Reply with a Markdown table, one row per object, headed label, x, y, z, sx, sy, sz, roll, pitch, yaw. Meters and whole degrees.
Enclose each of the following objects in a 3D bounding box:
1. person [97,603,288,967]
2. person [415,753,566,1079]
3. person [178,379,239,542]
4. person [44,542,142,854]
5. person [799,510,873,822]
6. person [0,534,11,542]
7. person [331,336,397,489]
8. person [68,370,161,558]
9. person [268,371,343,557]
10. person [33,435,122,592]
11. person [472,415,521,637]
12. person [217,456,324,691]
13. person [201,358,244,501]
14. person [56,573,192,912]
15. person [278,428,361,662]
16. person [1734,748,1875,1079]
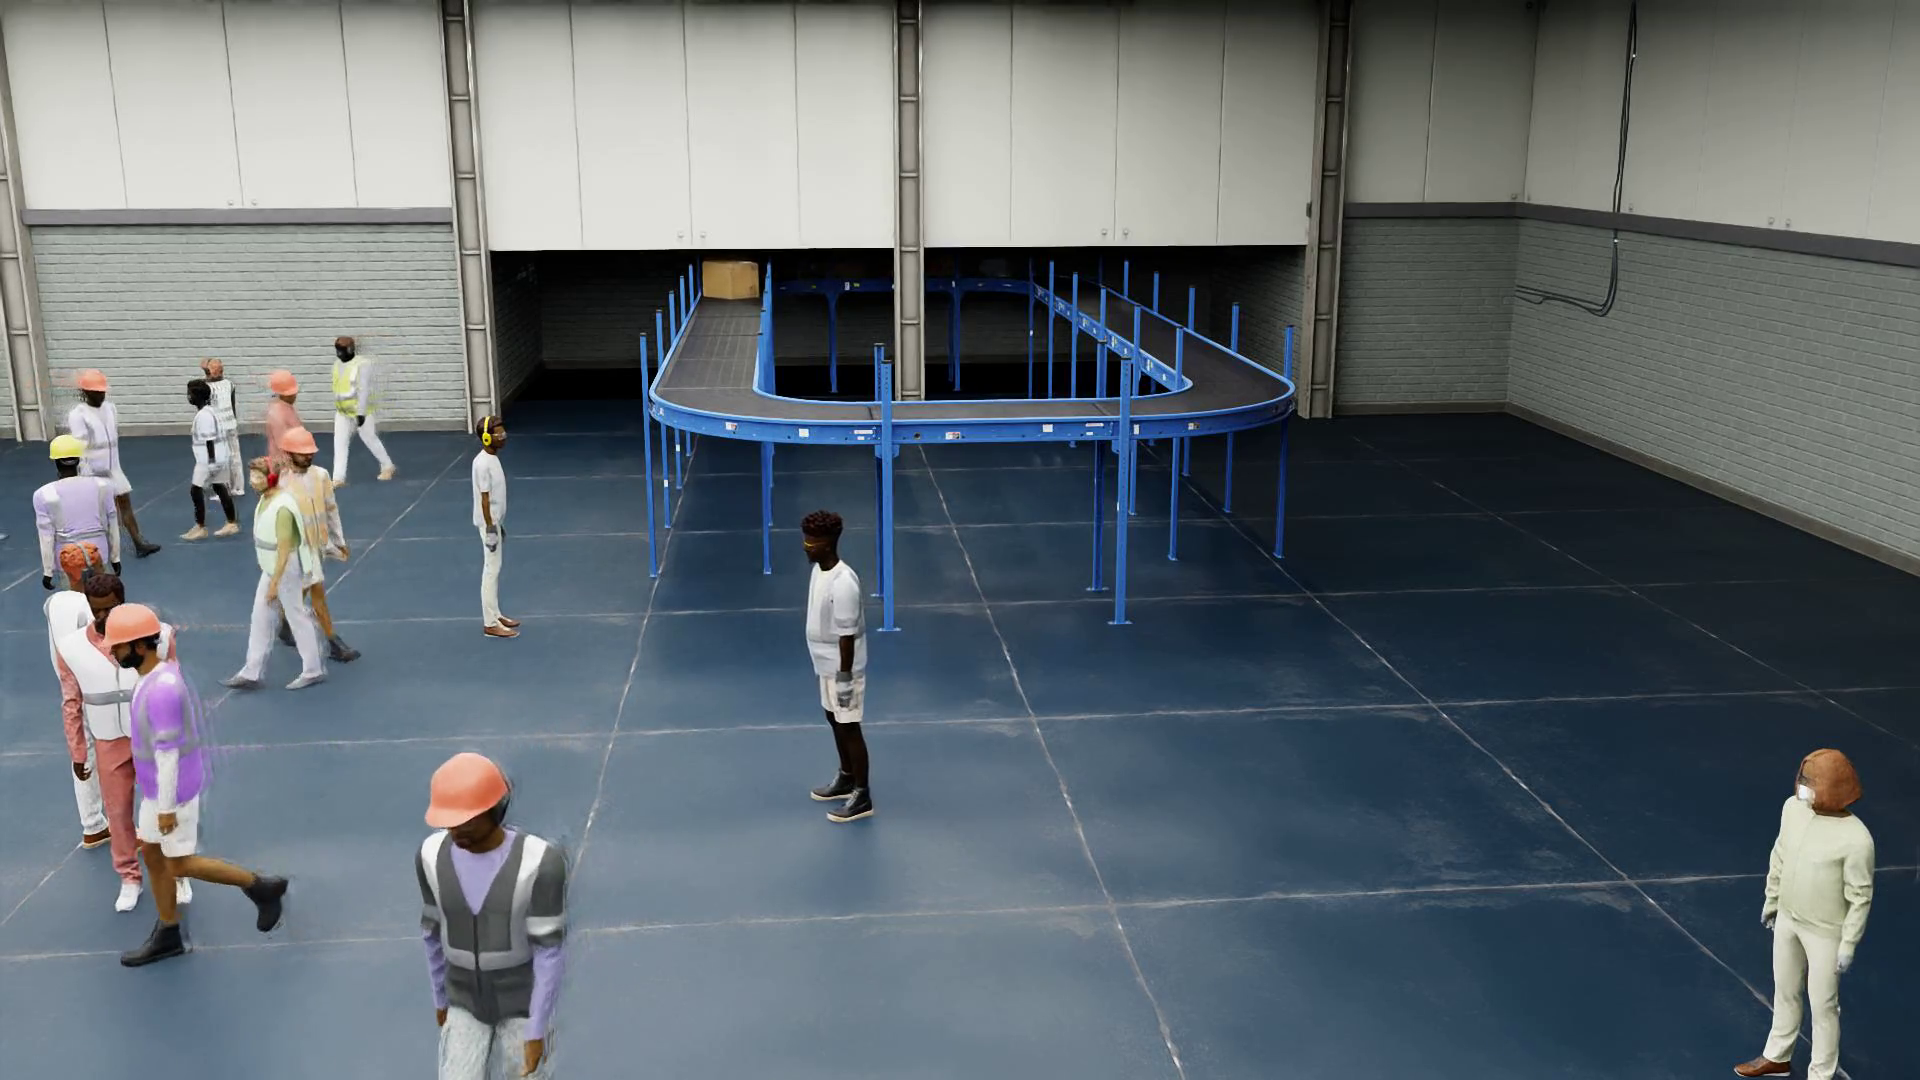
| label | x | y | z | sx | sy | sz | roll | pitch | yaw |
| --- | --- | --- | --- | --- | --- | --- | --- | --- | --- |
| person | -3.967 | 1.228 | 8.516 | 0.735 | 1.908 | 0.559 | -9 | 17 | -33 |
| person | -1.751 | 1.741 | 6.242 | 0.600 | 2.017 | 0.511 | 2 | 14 | 7 |
| person | -7.864 | -0.817 | 17.166 | 0.696 | 1.670 | 0.547 | -5 | 15 | -21 |
| person | -5.053 | 0.931 | 9.752 | 0.574 | 1.883 | 0.356 | 7 | 16 | 27 |
| person | -0.781 | 0.763 | 10.296 | 0.399 | 1.953 | 0.620 | -5 | 15 | -20 |
| person | -10.248 | -0.761 | 16.702 | 0.986 | 1.797 | 0.563 | -2 | 14 | -9 |
| person | -7.190 | -1.544 | 19.822 | 0.625 | 1.807 | 0.912 | 7 | 16 | 25 |
| person | -8.453 | -0.735 | 16.418 | 1.011 | 1.878 | 0.569 | 6 | 15 | 22 |
| person | -6.484 | -0.691 | 16.156 | 0.699 | 1.941 | 0.648 | -2 | 14 | -8 |
| person | -6.770 | 0.147 | 12.797 | 0.384 | 1.925 | 0.593 | 11 | 18 | 38 |
| person | -3.912 | -0.123 | 13.993 | 0.335 | 1.873 | 0.519 | -2 | 14 | -8 |
| person | -5.226 | 0.286 | 12.462 | 0.793 | 1.819 | 0.589 | -11 | 18 | -38 |
| person | -8.457 | -1.263 | 19.019 | 0.314 | 1.641 | 0.515 | 5 | 15 | 18 |
| person | -4.542 | 1.086 | 9.089 | 0.604 | 1.906 | 0.405 | -6 | 15 | -22 |
| person | -5.280 | 0.016 | 13.430 | 1.027 | 1.889 | 0.561 | 8 | 16 | 29 |
| person | 3.702 | 1.683 | 7.247 | 0.268 | 1.632 | 0.509 | -4 | 15 | -15 |
